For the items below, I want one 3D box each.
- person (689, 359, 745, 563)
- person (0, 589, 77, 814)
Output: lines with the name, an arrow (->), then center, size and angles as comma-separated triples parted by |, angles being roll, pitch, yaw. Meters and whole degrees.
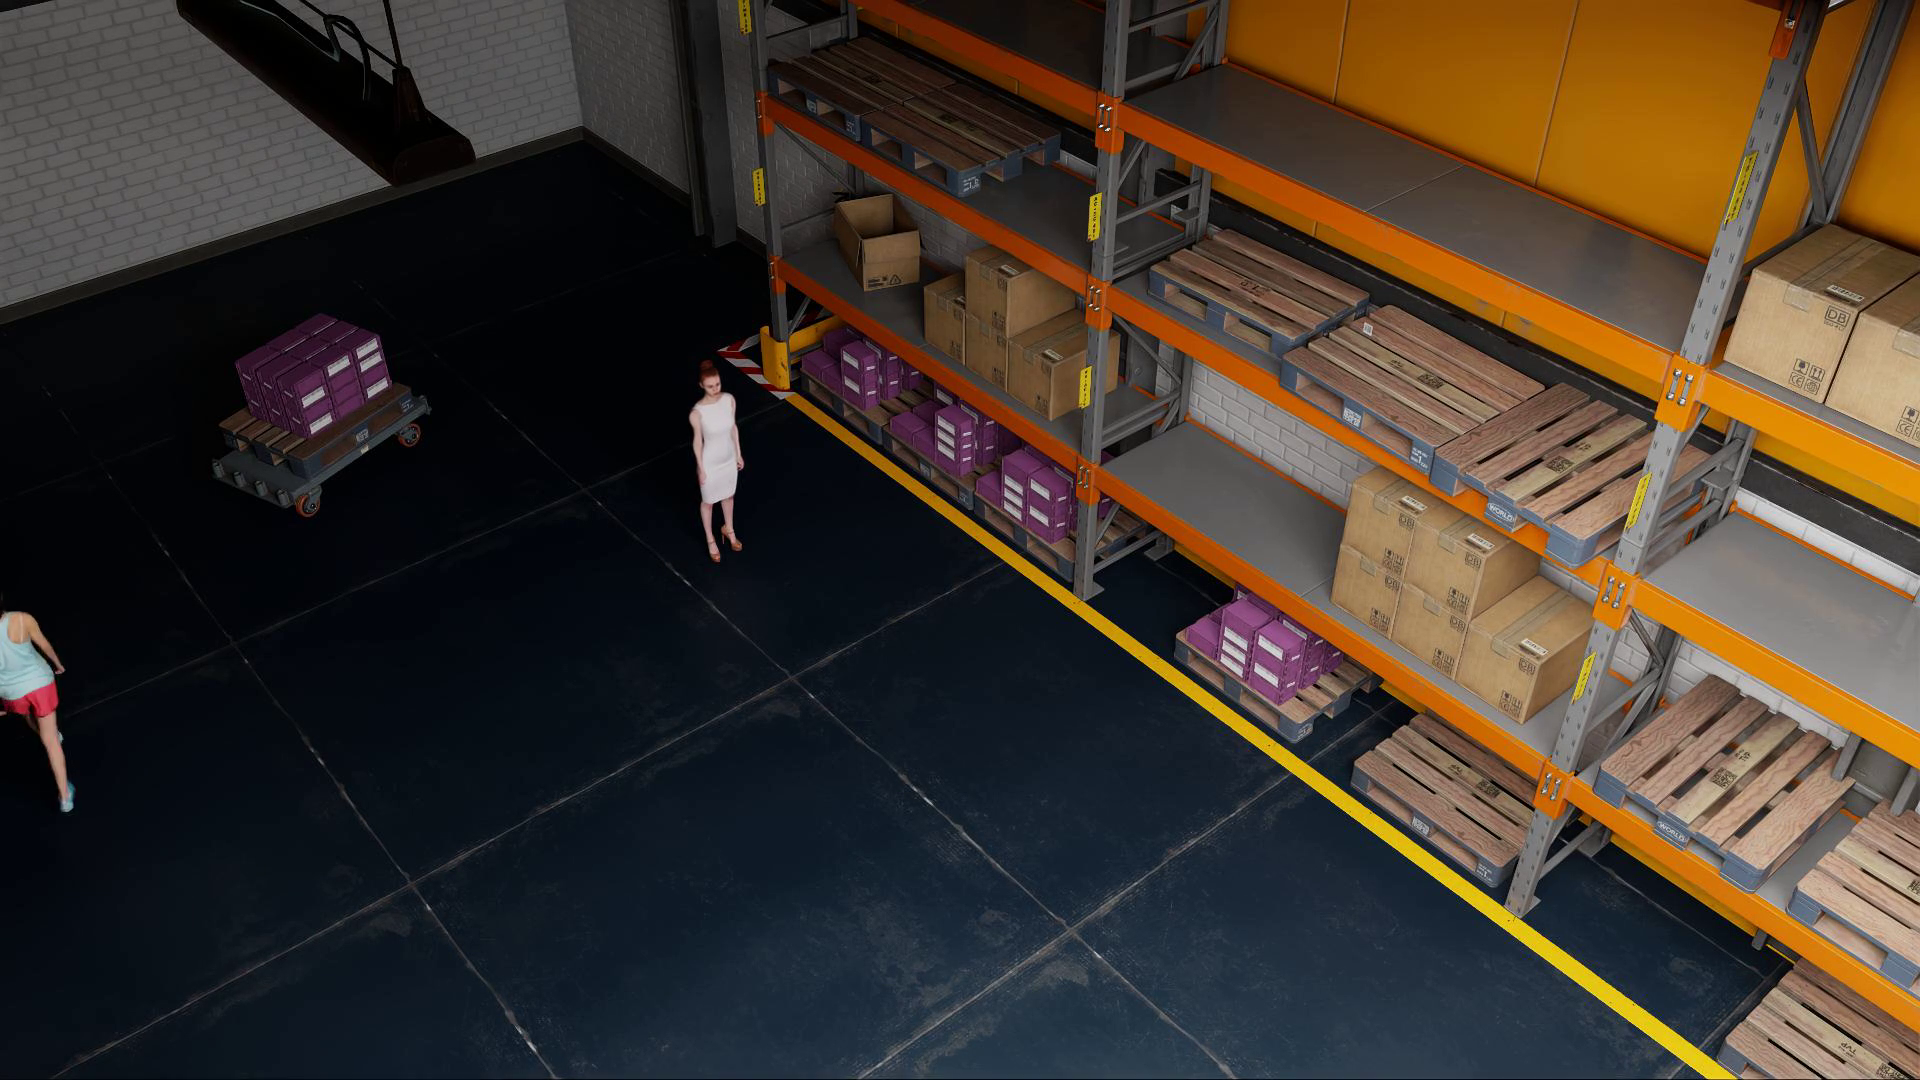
person -> -1.865, -0.602, 12.792 | 0.562, 1.792, 0.482 | -28, 46, -30
person -> -6.040, 1.036, 10.799 | 0.791, 1.718, 1.192 | -17, 42, -20
